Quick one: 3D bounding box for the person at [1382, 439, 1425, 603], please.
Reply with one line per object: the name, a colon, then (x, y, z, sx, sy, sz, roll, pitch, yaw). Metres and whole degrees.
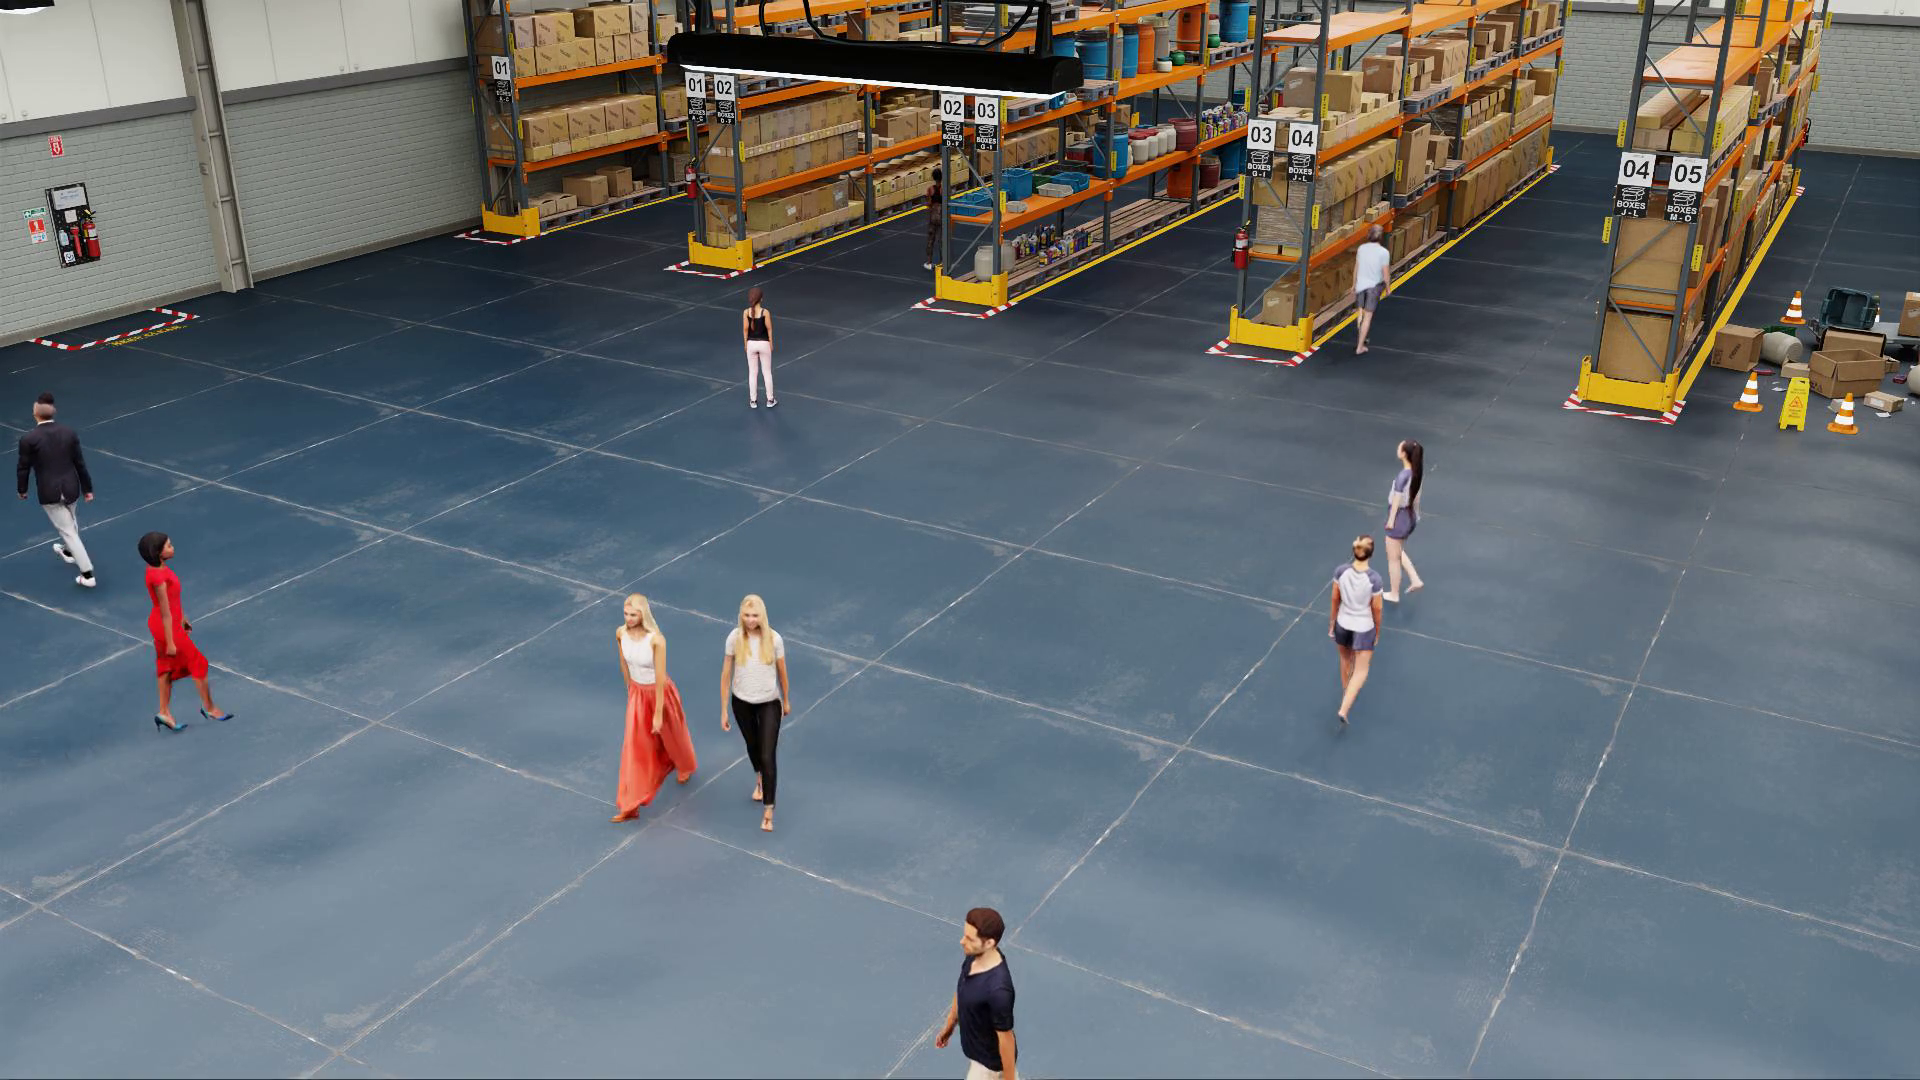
person: (4.260, -0.149, 15.747, 0.695, 1.640, 0.614, 18, 29, 35)

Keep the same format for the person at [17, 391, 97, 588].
person: (-8.691, -0.444, 16.126, 0.877, 1.887, 1.213, 16, 28, 33)

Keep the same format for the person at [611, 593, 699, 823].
person: (-2.258, 1.184, 12.490, 0.738, 1.737, 1.324, 9, 25, 21)

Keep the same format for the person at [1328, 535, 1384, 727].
person: (3.230, 0.754, 13.678, 0.587, 1.599, 0.976, 14, 27, 30)

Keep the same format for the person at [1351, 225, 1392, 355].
person: (5.712, -3.510, 23.427, 0.758, 1.817, 0.841, 18, 29, 36)

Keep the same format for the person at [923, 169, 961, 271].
person: (-0.385, -5.397, 28.031, 0.842, 1.686, 0.749, 8, 24, 19)

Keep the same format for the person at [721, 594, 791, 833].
person: (-1.516, 1.198, 12.394, 1.001, 1.785, 1.219, 0, 23, -1)

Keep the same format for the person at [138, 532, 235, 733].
person: (-6.486, 0.781, 13.458, 0.942, 1.720, 0.838, -12, 26, -27)

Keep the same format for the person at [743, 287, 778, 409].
person: (-2.581, -2.476, 21.316, 0.614, 1.564, 0.634, 1, 23, 2)

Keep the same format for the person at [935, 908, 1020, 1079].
person: (0.248, 2.711, 8.806, 1.174, 1.809, 1.149, -5, 23, -11)
